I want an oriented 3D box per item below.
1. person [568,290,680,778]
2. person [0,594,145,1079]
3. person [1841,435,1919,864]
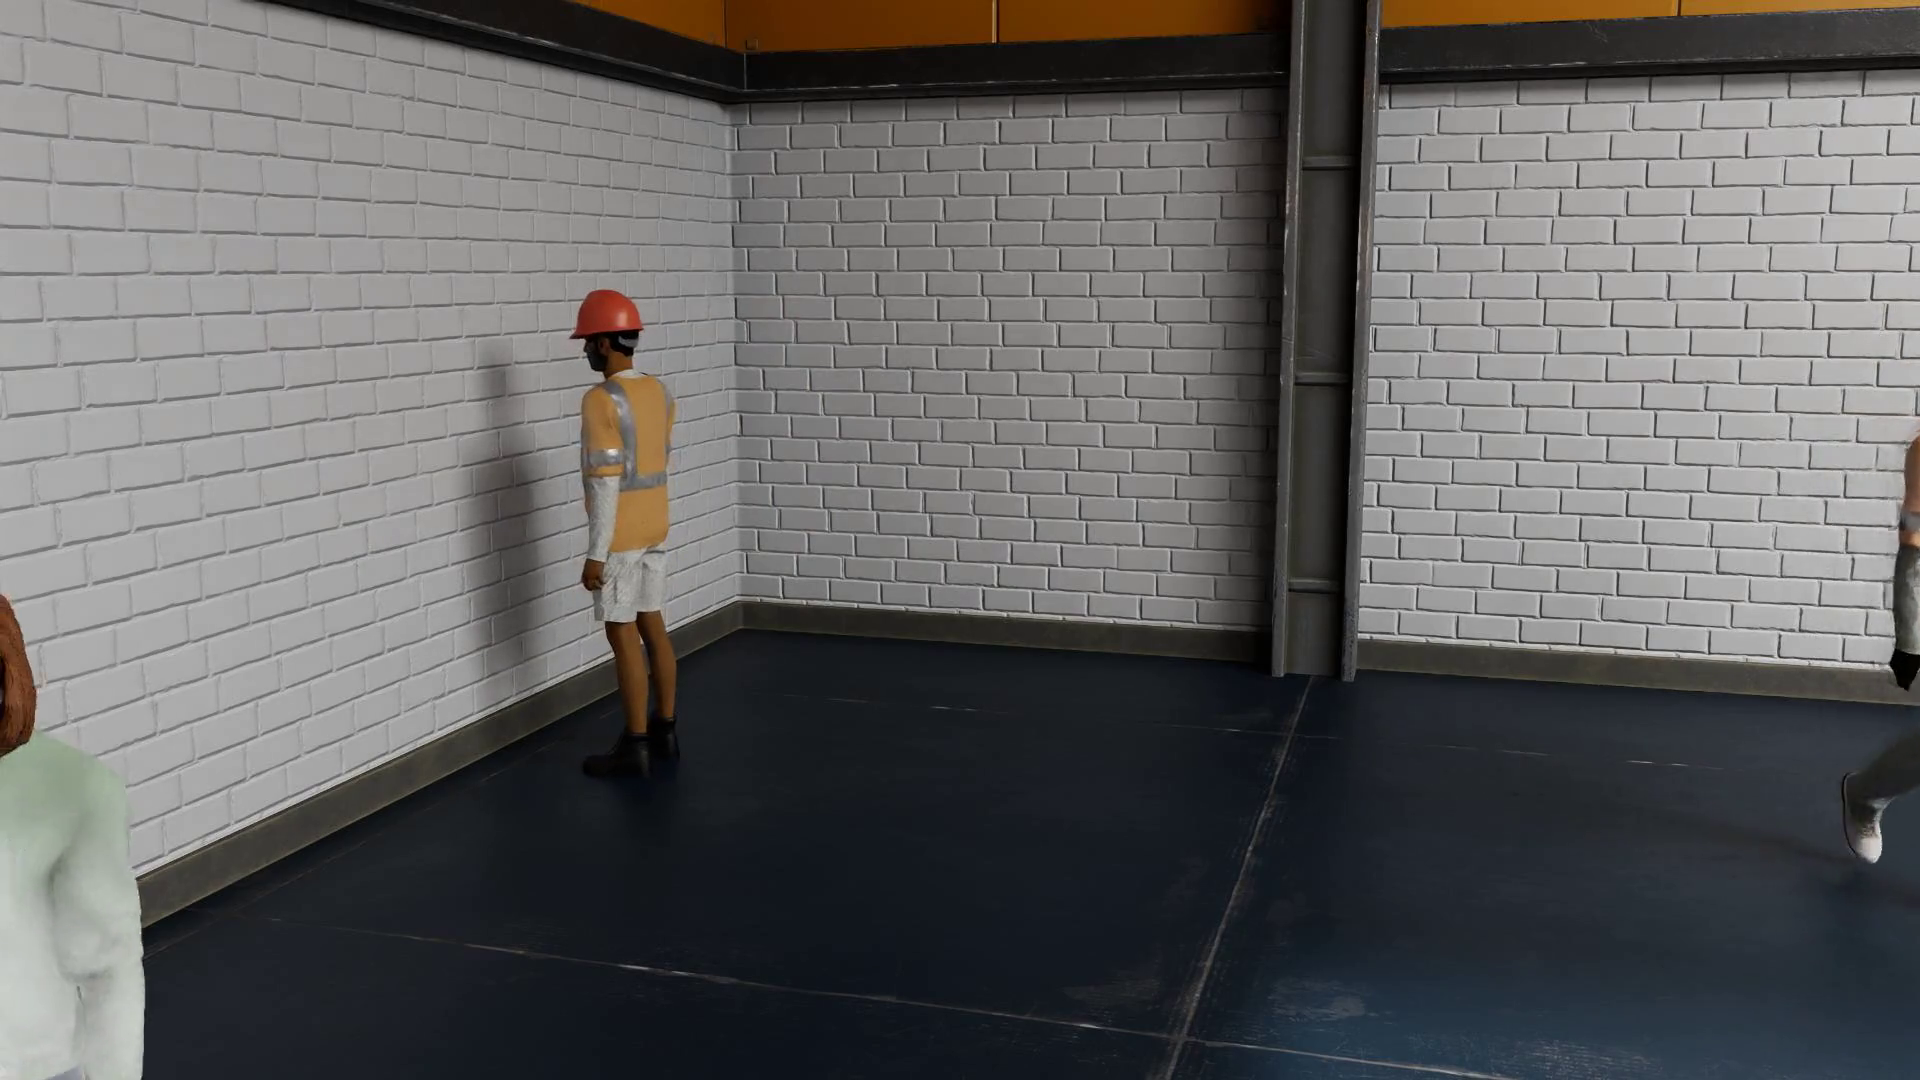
[{"bbox_3d":[-1.357,-0.022,6.635,0.378,1.932,0.551,3,10,18],"label":"person"},{"bbox_3d":[-1.492,0.815,2.521,0.529,1.593,0.512,-2,10,-14],"label":"person"},{"bbox_3d":[3.137,0.238,5.151,0.599,1.903,0.795,-1,9,-7],"label":"person"}]
